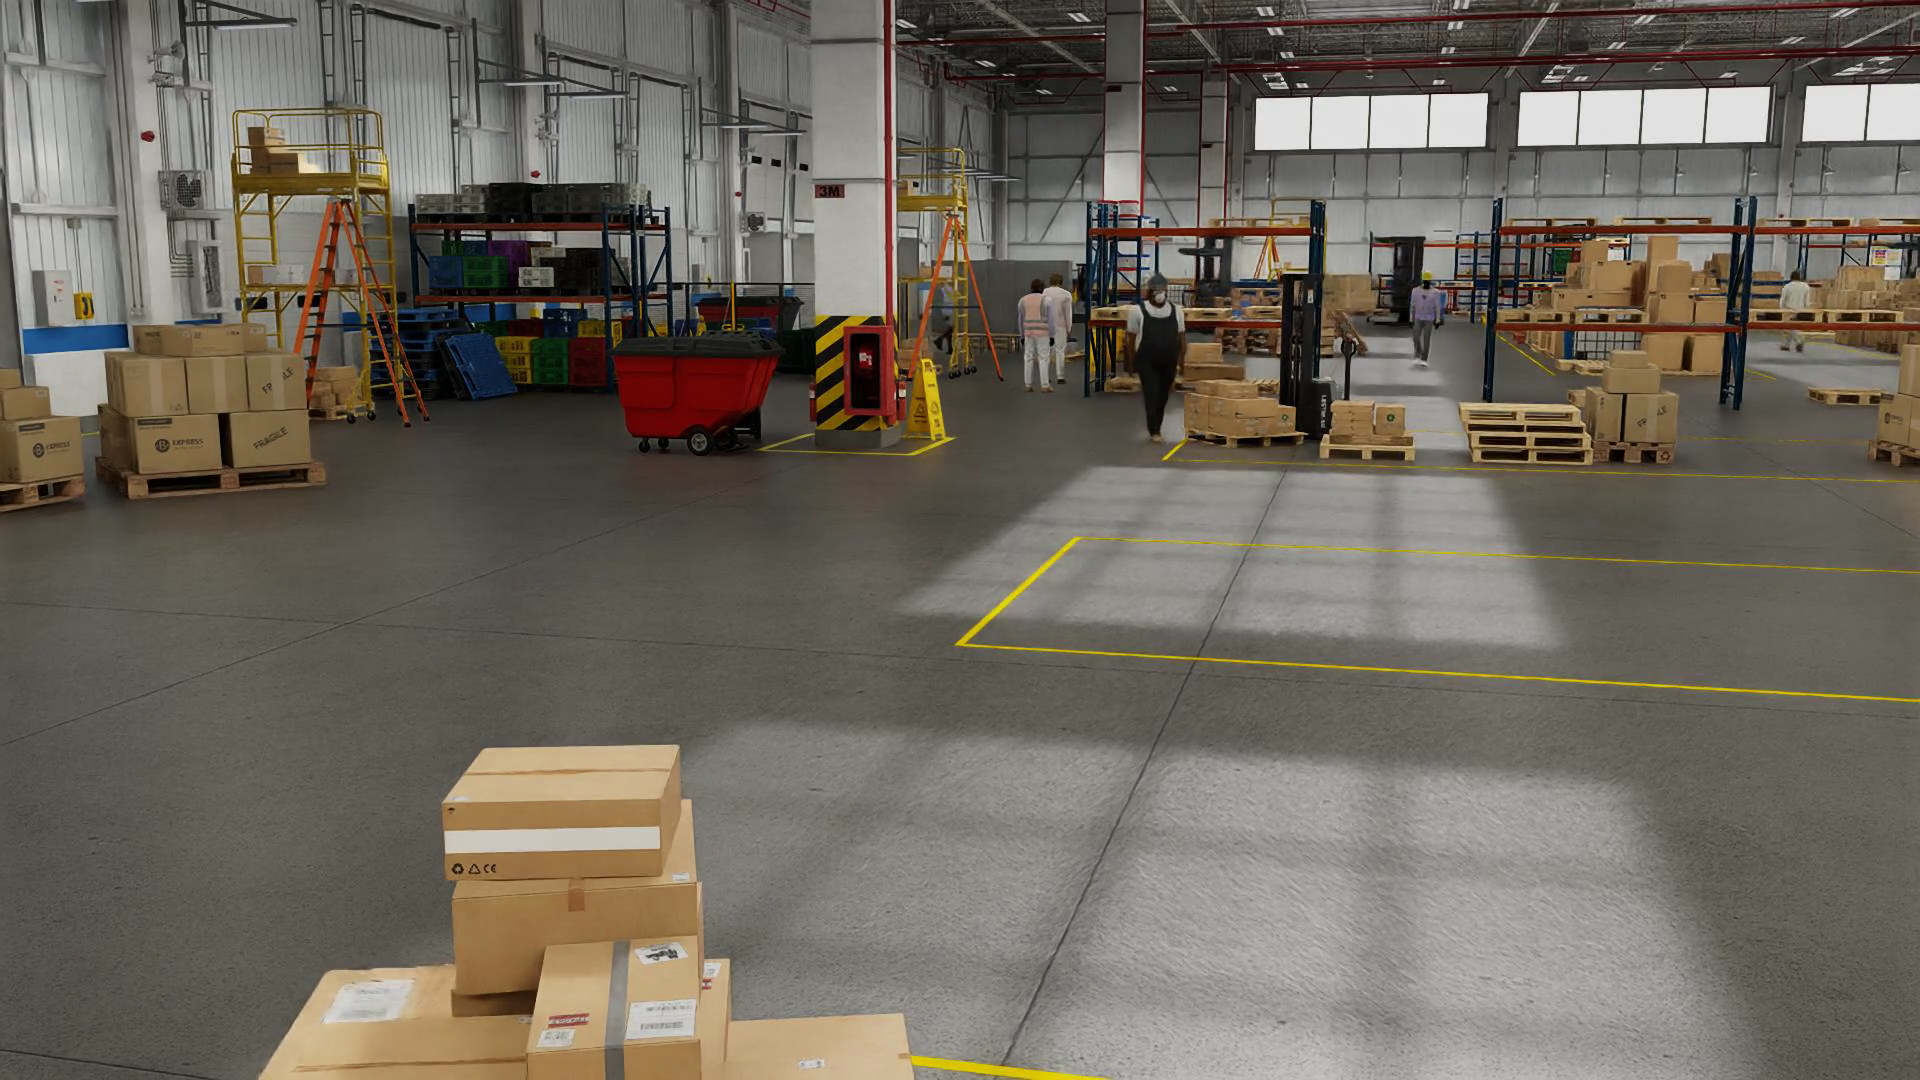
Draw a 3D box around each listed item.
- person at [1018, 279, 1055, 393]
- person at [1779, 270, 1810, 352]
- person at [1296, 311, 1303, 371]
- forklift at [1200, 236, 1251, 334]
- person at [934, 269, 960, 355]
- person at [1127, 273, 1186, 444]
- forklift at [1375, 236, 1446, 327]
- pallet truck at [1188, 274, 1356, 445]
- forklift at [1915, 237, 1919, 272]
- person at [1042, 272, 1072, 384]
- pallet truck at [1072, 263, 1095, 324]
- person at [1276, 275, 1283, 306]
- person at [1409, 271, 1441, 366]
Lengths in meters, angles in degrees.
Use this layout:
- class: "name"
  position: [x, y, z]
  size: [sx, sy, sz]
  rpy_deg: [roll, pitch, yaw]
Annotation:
- class: "person"
  position: [1.251, -3.286, 26.819]
  size: [0.624, 1.840, 0.429]
  rpy_deg: [5, 11, 26]
- class: "person"
  position: [19.313, -5.289, 38.464]
  size: [0.636, 1.904, 0.968]
  rpy_deg: [0, 10, -3]
- class: "person"
  position: [6.630, -4.098, 31.910]
  size: [0.323, 1.736, 0.488]
  rpy_deg: [6, 11, 30]
- class: "forklift"
  position: [7.299, -7.241, 47.041]
  size: [1.873, 2.768, 1.129]
  rpy_deg: [-6, 11, -30]
- class: "person"
  position: [-0.286, -5.128, 37.409]
  size: [0.593, 1.924, 0.544]
  rpy_deg: [4, 10, 22]
- class: "person"
  position: [2.333, -2.186, 19.742]
  size: [0.681, 2.000, 0.961]
  rpy_deg: [-2, 10, -10]
- class: "forklift"
  position: [14.140, -8.083, 51.994]
  size: [1.873, 2.768, 1.129]
  rpy_deg: [-2, 10, -12]
- class: "pallet truck"
  position: [3.653, -2.138, 19.590]
  size: [1.885, 1.965, 0.823]
  rpy_deg: [-4, 10, -20]
- class: "forklift"
  position: [30.061, -8.058, 51.847]
  size: [1.873, 2.768, 1.129]
  rpy_deg: [2, 10, 14]
- class: "person"
  position: [1.627, -3.641, 28.653]
  size: [0.633, 1.933, 0.369]
  rpy_deg: [3, 10, 20]
- class: "pallet truck"
  position: [4.325, -8.180, 55.162]
  size: [0.823, 1.965, 1.885]
  rpy_deg: [6, 11, 31]
- class: "person"
  position: [10.077, -7.424, 51.729]
  size: [0.535, 1.657, 0.876]
  rpy_deg: [-5, 11, -28]
- class: "person"
  position: [9.345, -4.454, 33.474]
  size: [0.630, 1.904, 0.570]
  rpy_deg: [4, 10, 23]
